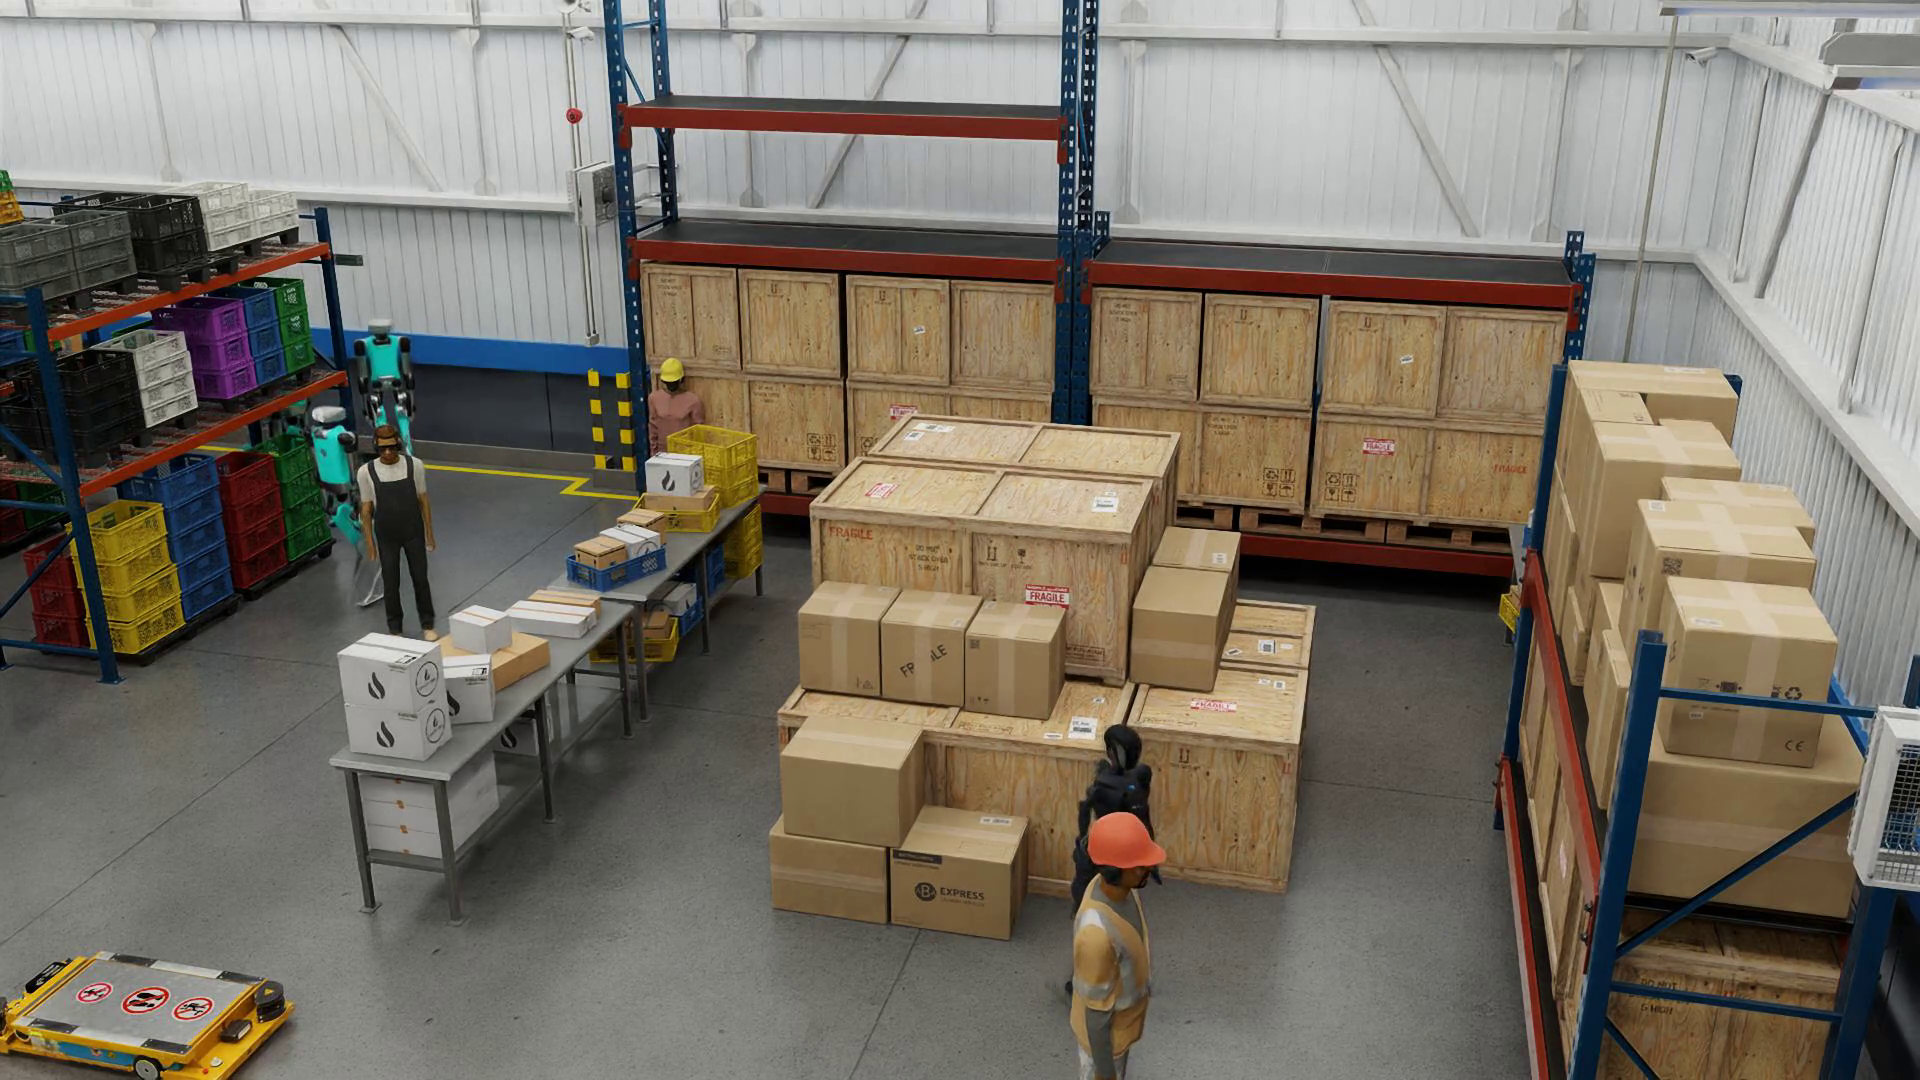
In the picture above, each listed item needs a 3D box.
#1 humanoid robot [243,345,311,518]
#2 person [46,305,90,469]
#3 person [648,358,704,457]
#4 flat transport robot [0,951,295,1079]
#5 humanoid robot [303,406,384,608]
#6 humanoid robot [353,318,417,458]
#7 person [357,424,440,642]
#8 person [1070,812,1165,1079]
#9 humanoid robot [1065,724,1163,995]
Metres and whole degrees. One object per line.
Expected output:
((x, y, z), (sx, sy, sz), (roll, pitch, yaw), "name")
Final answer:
((-6.582, -1.047, 15.797), (1.032, 1.767, 0.574), (4, 21, 11), "humanoid robot")
((-9.173, -1.682, 17.112), (0.357, 1.938, 0.543), (-1, 21, -3), "person")
((-2.555, -0.791, 15.032), (0.523, 1.761, 0.336), (4, 21, 9), "person")
((-4.270, 2.464, 8.601), (1.431, 0.231, 0.659), (5, 22, 13), "flat transport robot")
((-4.936, -0.270, 13.739), (0.544, 1.830, 0.669), (11, 24, 27), "humanoid robot")
((-5.538, -1.191, 16.213), (0.530, 1.872, 0.707), (-9, 23, -22), "humanoid robot")
((-4.359, -0.030, 12.937), (0.504, 1.839, 0.337), (-10, 23, -24), "person")
((0.662, 2.076, 7.128), (0.366, 2.048, 0.606), (5, 21, 12), "person")
((0.782, 1.707, 8.656), (0.600, 1.664, 0.388), (-19, 28, -40), "humanoid robot")
